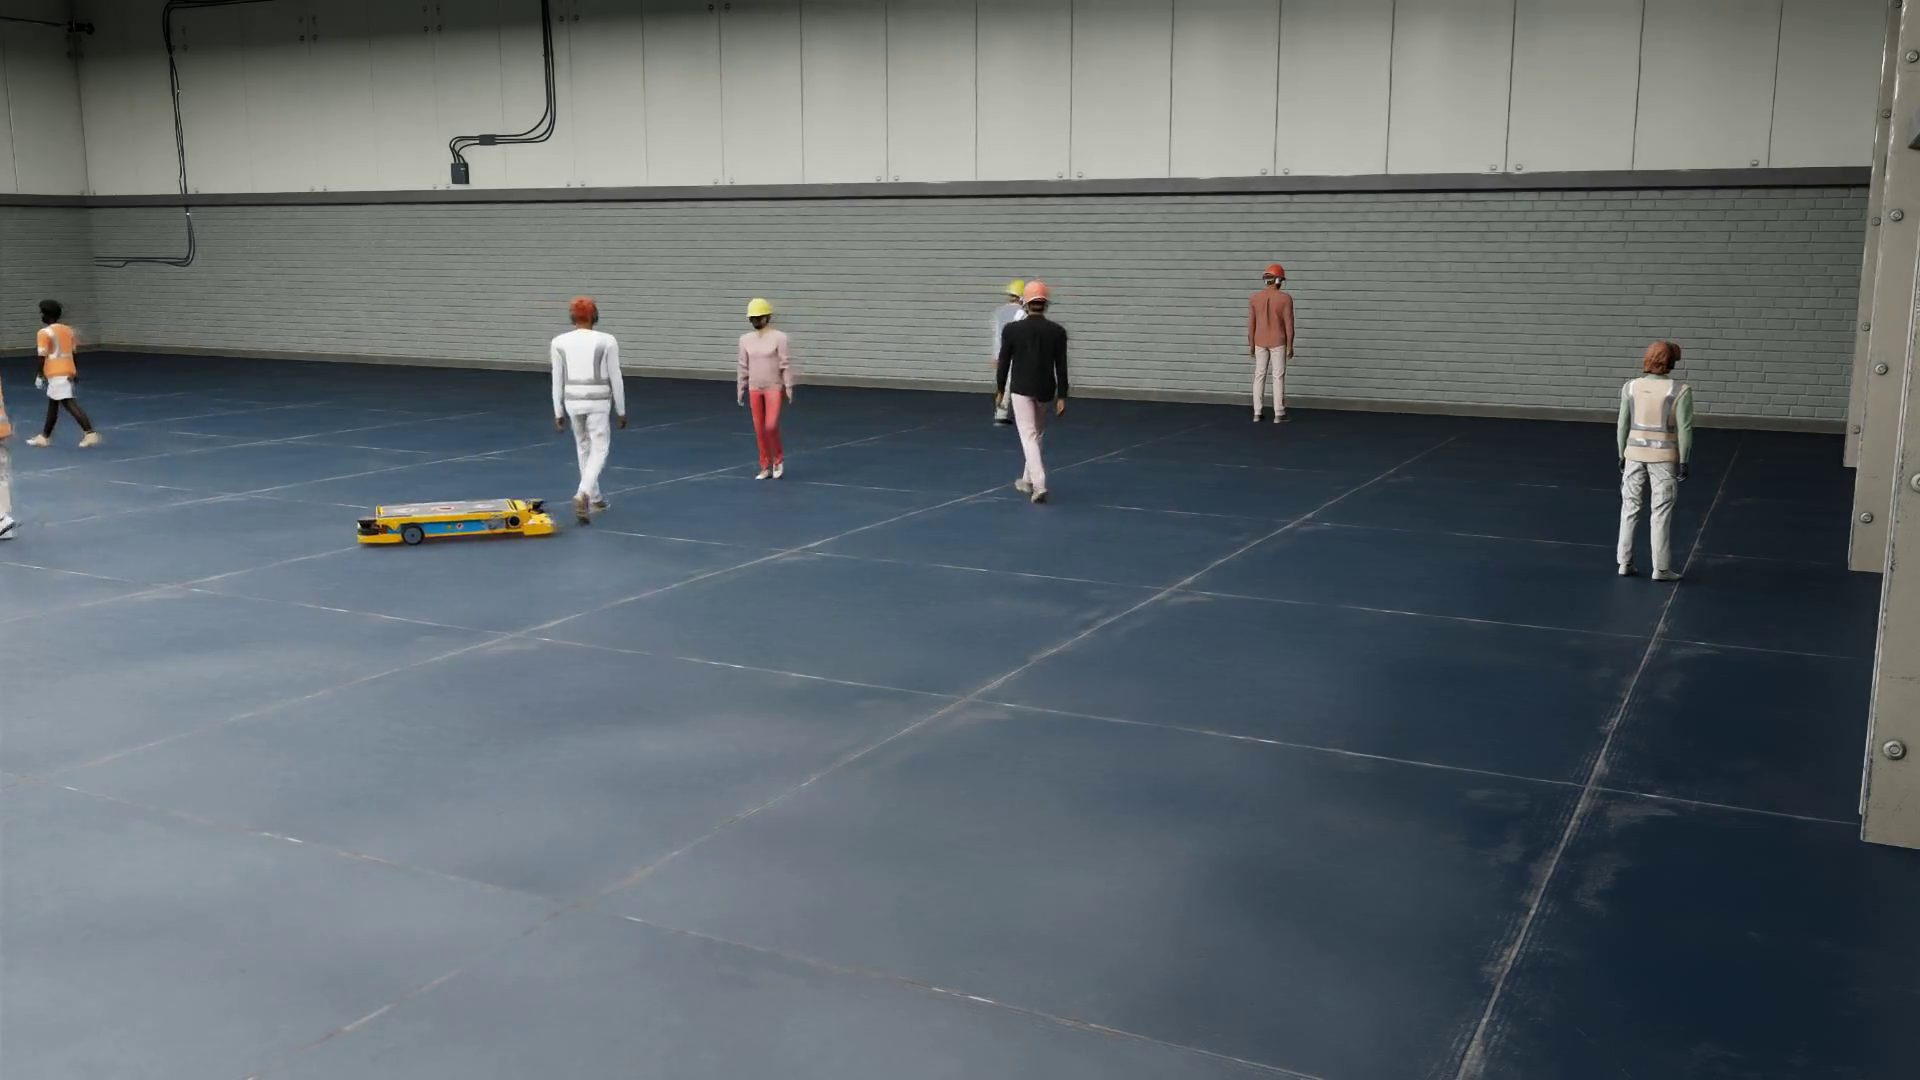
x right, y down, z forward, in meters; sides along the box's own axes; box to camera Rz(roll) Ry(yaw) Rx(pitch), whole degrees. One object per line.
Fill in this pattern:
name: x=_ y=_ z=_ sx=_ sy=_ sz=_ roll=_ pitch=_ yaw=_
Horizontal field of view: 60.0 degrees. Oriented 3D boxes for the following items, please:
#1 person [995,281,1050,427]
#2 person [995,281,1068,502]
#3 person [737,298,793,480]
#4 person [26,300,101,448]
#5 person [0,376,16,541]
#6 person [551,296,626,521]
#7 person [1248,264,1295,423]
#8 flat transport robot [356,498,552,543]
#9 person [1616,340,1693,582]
person: x=0.775 y=-2.306 z=20.611 sx=0.937 sy=1.778 sz=0.588 roll=-7 pitch=13 yaw=-34
person: x=0.664 y=-1.333 z=14.891 sx=0.602 sy=1.955 sz=1.029 roll=-3 pitch=11 yaw=-17
person: x=-1.874 y=-1.435 z=15.943 sx=0.560 sy=1.748 sz=0.411 roll=4 pitch=11 yaw=19
person: x=-9.954 y=-1.826 z=18.373 sx=0.888 sy=1.653 sz=0.541 roll=0 pitch=10 yaw=2
person: x=-7.514 y=-0.786 z=12.775 sx=0.400 sy=1.613 sz=0.556 roll=0 pitch=10 yaw=-3
person: x=-3.102 y=-1.092 z=13.801 sx=0.581 sy=1.860 sz=0.868 roll=2 pitch=11 yaw=10
person: x=3.931 y=-2.469 z=20.962 sx=0.610 sy=1.985 sz=0.393 roll=7 pitch=13 yaw=34
flat transport robot: x=-3.967 y=-0.159 z=13.039 sx=1.431 sy=0.197 sz=0.652 roll=-4 pitch=11 yaw=-19
person: x=4.732 y=-0.537 z=11.366 sx=0.314 sy=1.640 sz=0.516 roll=-8 pitch=13 yaw=-39
